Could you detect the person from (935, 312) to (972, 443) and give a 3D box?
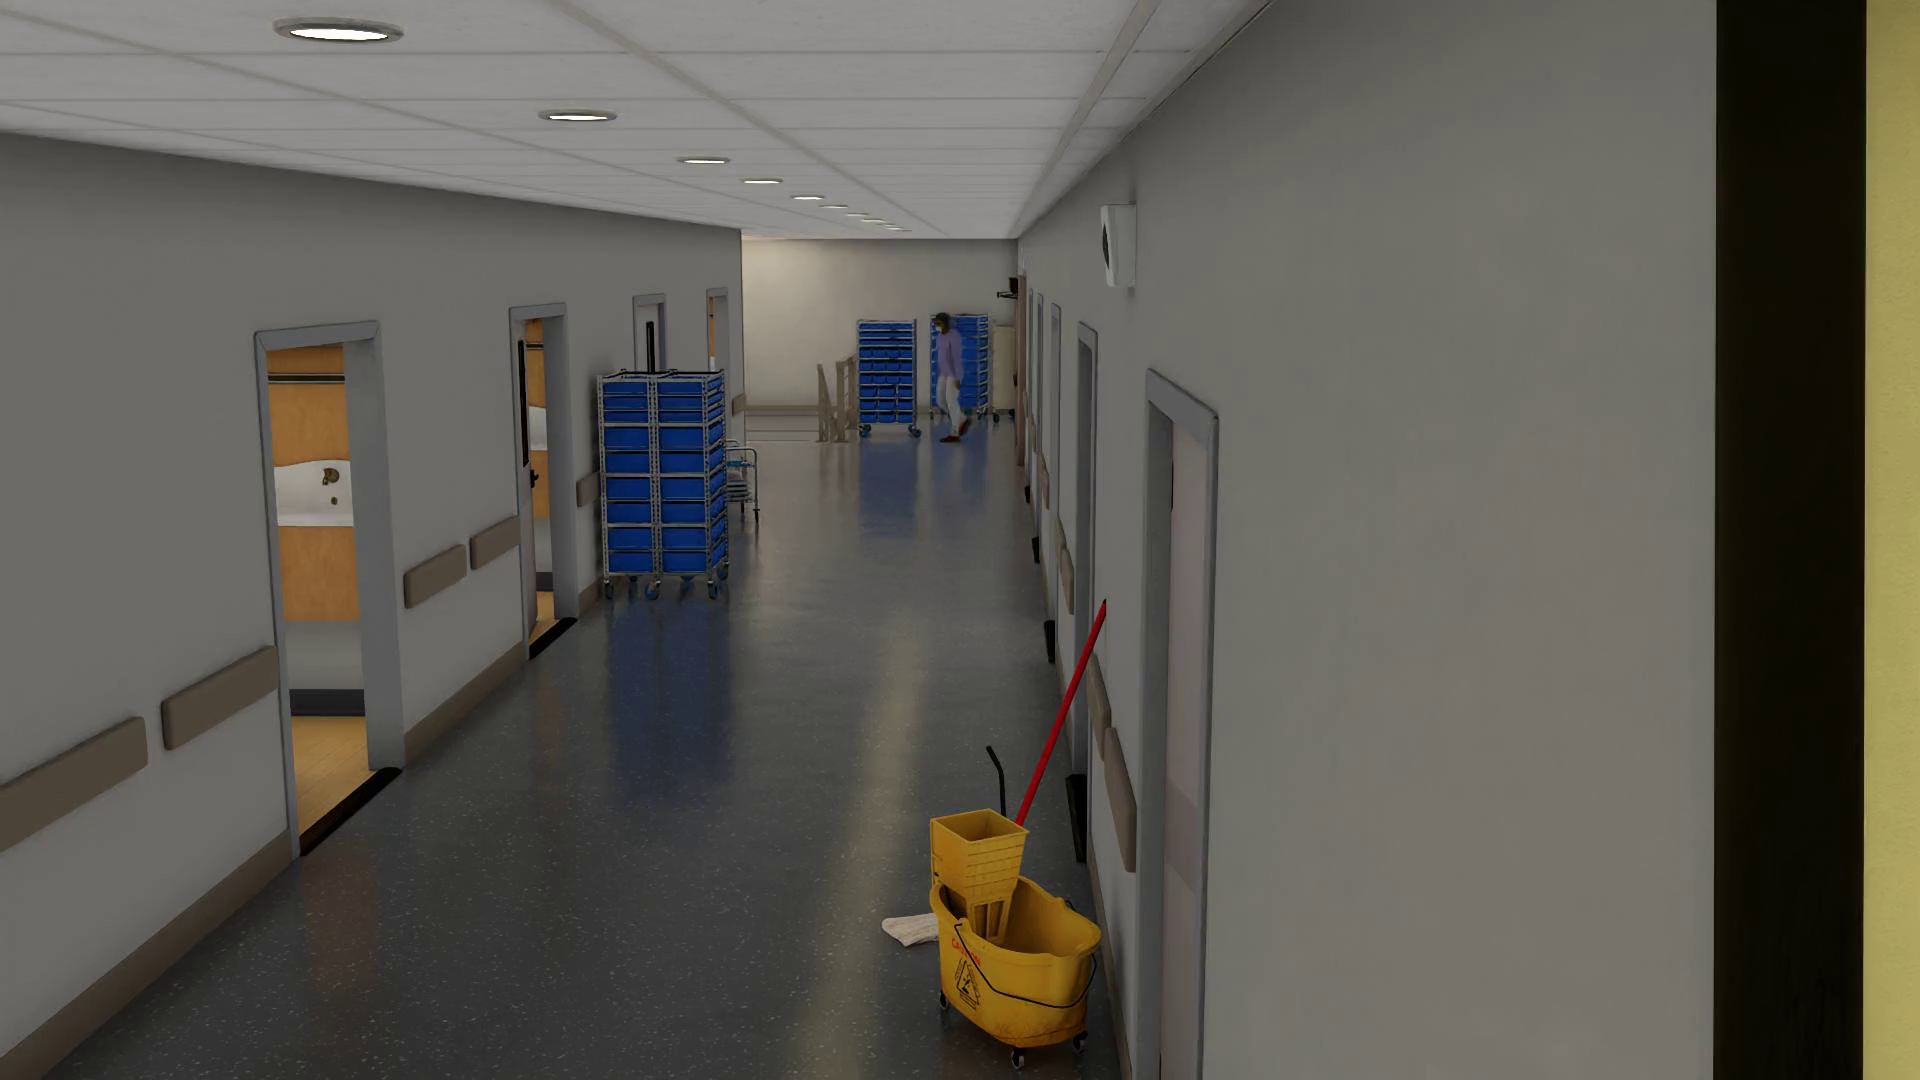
[{"bbox_3d":[-0.090,-2.384,24.336,0.573,1.911,0.696,-6,11,-32],"label":"person"}]
